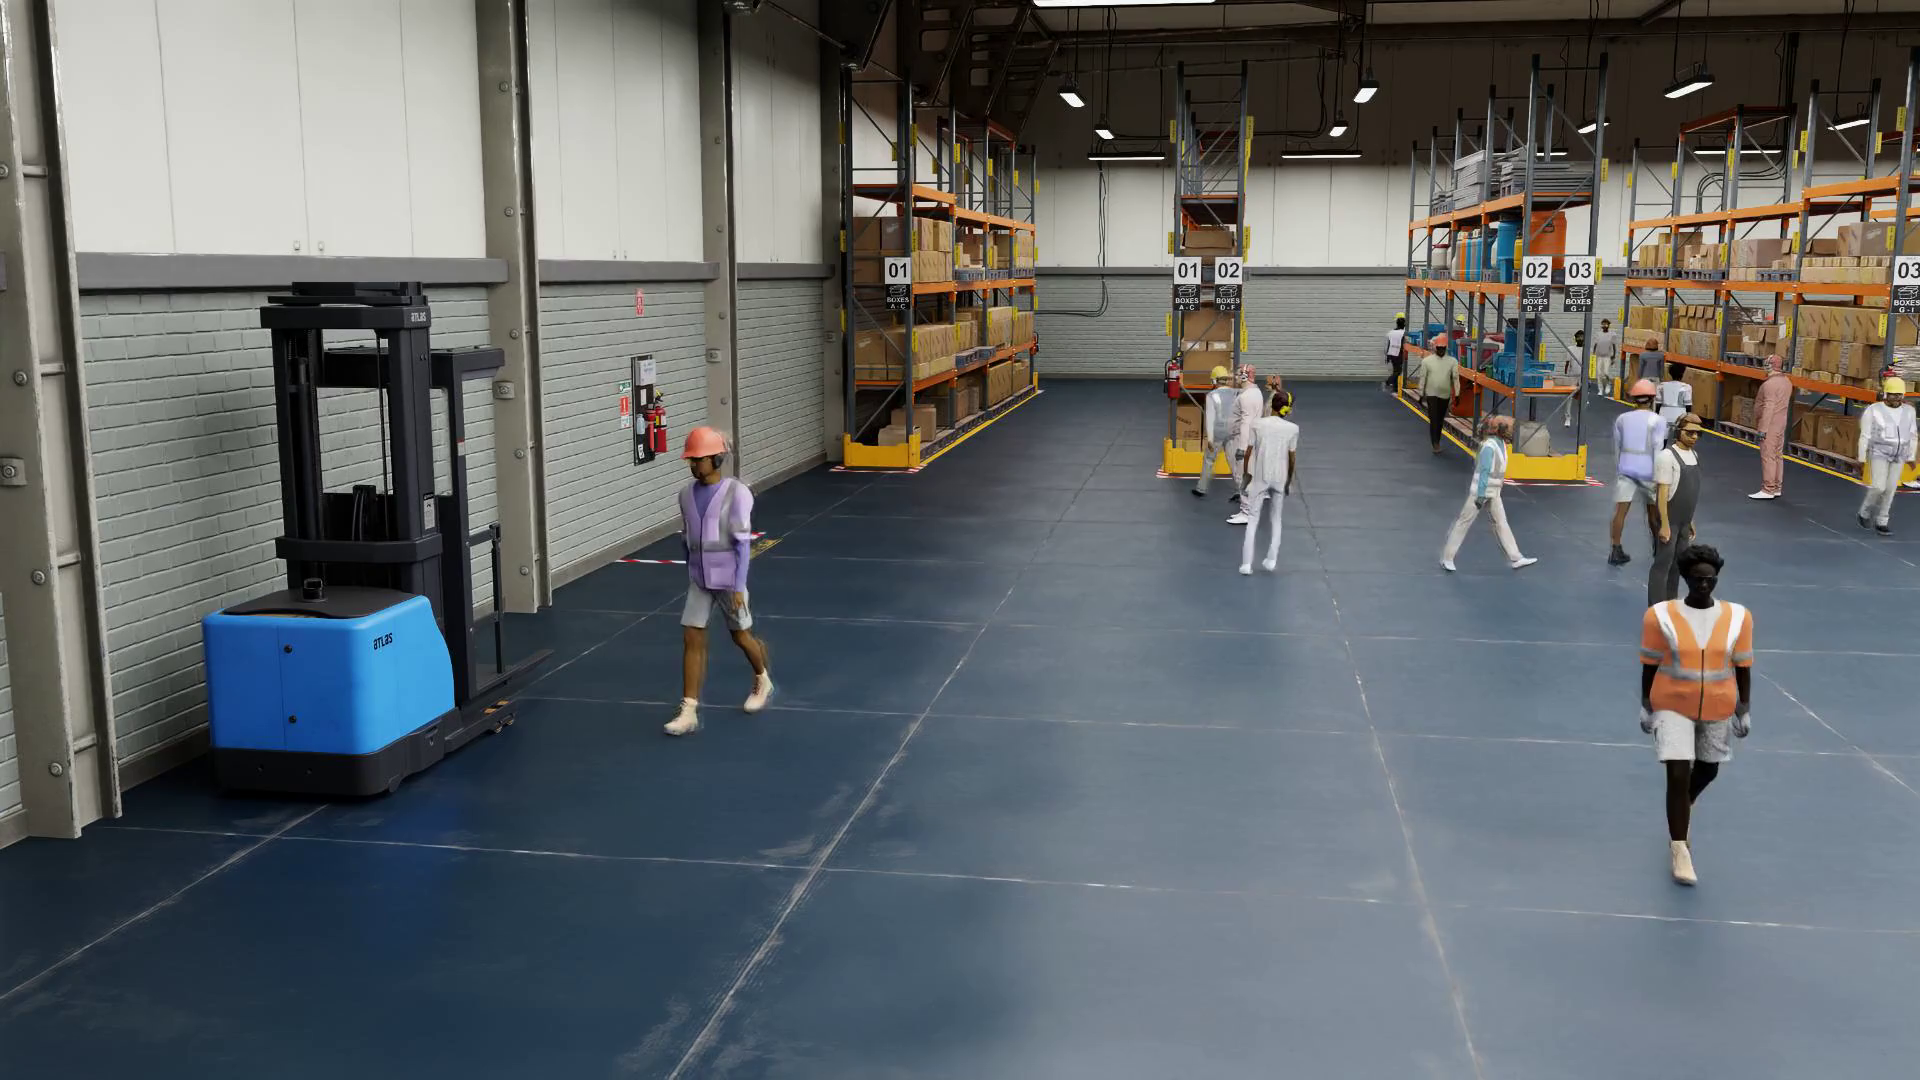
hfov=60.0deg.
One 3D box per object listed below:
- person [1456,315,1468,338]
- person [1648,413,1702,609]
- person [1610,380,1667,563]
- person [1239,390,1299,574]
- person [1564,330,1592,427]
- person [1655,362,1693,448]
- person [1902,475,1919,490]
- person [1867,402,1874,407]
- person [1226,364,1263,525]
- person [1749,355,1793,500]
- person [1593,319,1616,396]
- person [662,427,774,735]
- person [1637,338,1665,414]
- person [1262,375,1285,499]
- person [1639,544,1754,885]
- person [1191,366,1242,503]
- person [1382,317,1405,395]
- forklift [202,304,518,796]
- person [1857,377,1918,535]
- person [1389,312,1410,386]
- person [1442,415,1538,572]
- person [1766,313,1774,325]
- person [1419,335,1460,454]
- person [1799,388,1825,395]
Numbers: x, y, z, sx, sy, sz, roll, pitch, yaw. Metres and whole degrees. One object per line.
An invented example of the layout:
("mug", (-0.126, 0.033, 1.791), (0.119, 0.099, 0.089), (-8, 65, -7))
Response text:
("person", (13.341, -5.091, 44.430), (0.587, 1.825, 0.404), (4, 10, 26))
("person", (5.979, -0.145, 13.874), (0.505, 1.841, 0.347), (-7, 12, -39))
("person", (7.088, -0.717, 17.278), (1.011, 1.877, 0.548), (-8, 12, -42))
("person", (3.078, -0.576, 16.576), (0.559, 1.832, 0.506), (1, 9, 6))
("person", (11.951, -3.123, 32.153), (0.538, 1.869, 0.313), (1, 9, 6))
("person", (10.332, -1.728, 24.101), (0.337, 1.688, 0.552), (-8, 12, -42))
("person", (13.497, -1.585, 22.677), (1.018, 1.868, 0.601), (0, 9, 1))
("person", (15.592, -2.480, 28.125), (0.568, 1.883, 0.984), (1, 9, 7))
("person", (3.389, -1.150, 19.867), (0.409, 1.907, 0.651), (3, 10, 18))
("person", (10.701, -1.492, 21.990), (0.646, 1.904, 0.401), (-9, 13, -43))
("person", (15.522, -4.415, 40.166), (0.522, 1.856, 0.390), (6, 11, 34))
("person", (-1.592, 0.236, 11.063), (0.628, 2.007, 1.015), (5, 10, 27))
("person", (14.073, -3.289, 33.894), (0.501, 1.636, 0.278), (2, 9, 14))
("person", (4.144, -1.365, 22.018), (0.307, 1.639, 0.525), (0, 9, -1))
("person", (3.701, 0.825, 8.424), (0.532, 1.664, 0.793), (2, 9, 10))
("person", (3.419, -1.374, 21.684), (0.575, 1.779, 0.968), (-4, 10, -24))
("person", (10.530, -4.458, 40.292), (0.722, 1.897, 0.607), (-5, 10, -26))
("forklift", (-3.673, -0.038, 10.147), (1.129, 2.768, 1.873), (1, 9, 9))
("person", (10.587, -0.955, 18.970), (0.587, 1.811, 0.426), (0, 9, -2))
("person", (11.479, -4.962, 43.325), (0.384, 1.924, 0.589), (-4, 10, -21))
("person", (5.283, -0.459, 16.622), (0.904, 1.575, 0.583), (7, 11, 35))
("person", (19.823, -4.566, 40.734), (0.614, 1.979, 0.419), (-8, 12, -41))
("person", (7.978, -2.430, 27.666), (0.635, 1.944, 1.019), (1, 9, 4))
("person", (20.761, -4.396, 40.173), (0.861, 1.809, 0.650), (0, 9, 2))
